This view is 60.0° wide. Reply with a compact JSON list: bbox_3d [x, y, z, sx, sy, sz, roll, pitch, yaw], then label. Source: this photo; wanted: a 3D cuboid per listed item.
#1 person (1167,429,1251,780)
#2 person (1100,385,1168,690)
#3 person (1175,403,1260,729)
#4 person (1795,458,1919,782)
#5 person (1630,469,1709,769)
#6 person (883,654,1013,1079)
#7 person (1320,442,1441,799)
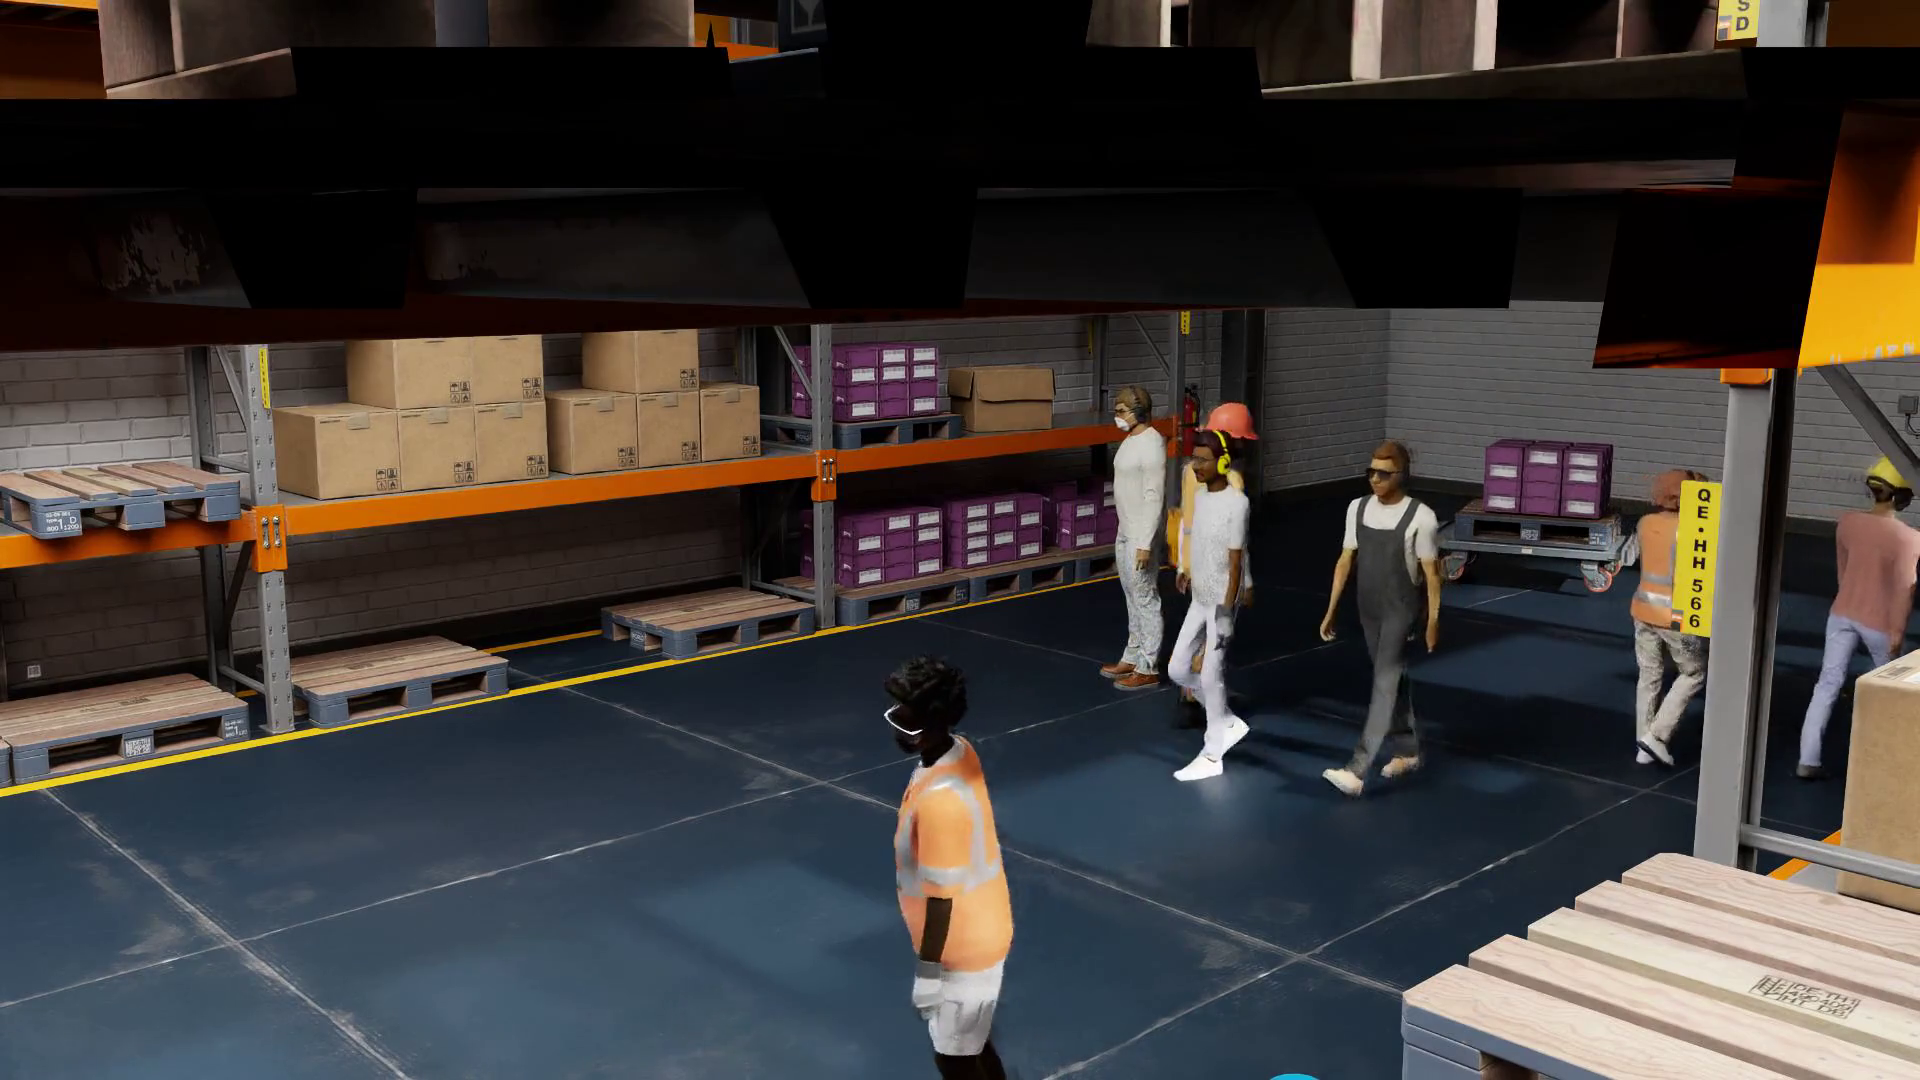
[{"bbox_3d":[1.327,0.349,8.669,0.413,1.847,0.527,-4,11,-23],"label":"person"},{"bbox_3d":[1.124,-0.017,10.554,0.373,1.935,0.627,-1,10,-8],"label":"person"},{"bbox_3d":[1.531,0.161,9.569,0.590,1.909,0.568,-3,10,-19],"label":"person"},{"bbox_3d":[4.755,0.416,8.638,0.903,1.717,0.535,-4,10,-22],"label":"person"},{"bbox_3d":[3.788,0.426,8.871,0.368,1.624,0.515,-4,10,-21],"label":"person"},{"bbox_3d":[-0.008,1.116,4.679,0.406,1.662,0.577,0,10,2],"label":"person"},{"bbox_3d":[2.117,0.399,8.504,0.959,1.795,0.526,-7,12,-36],"label":"person"}]
